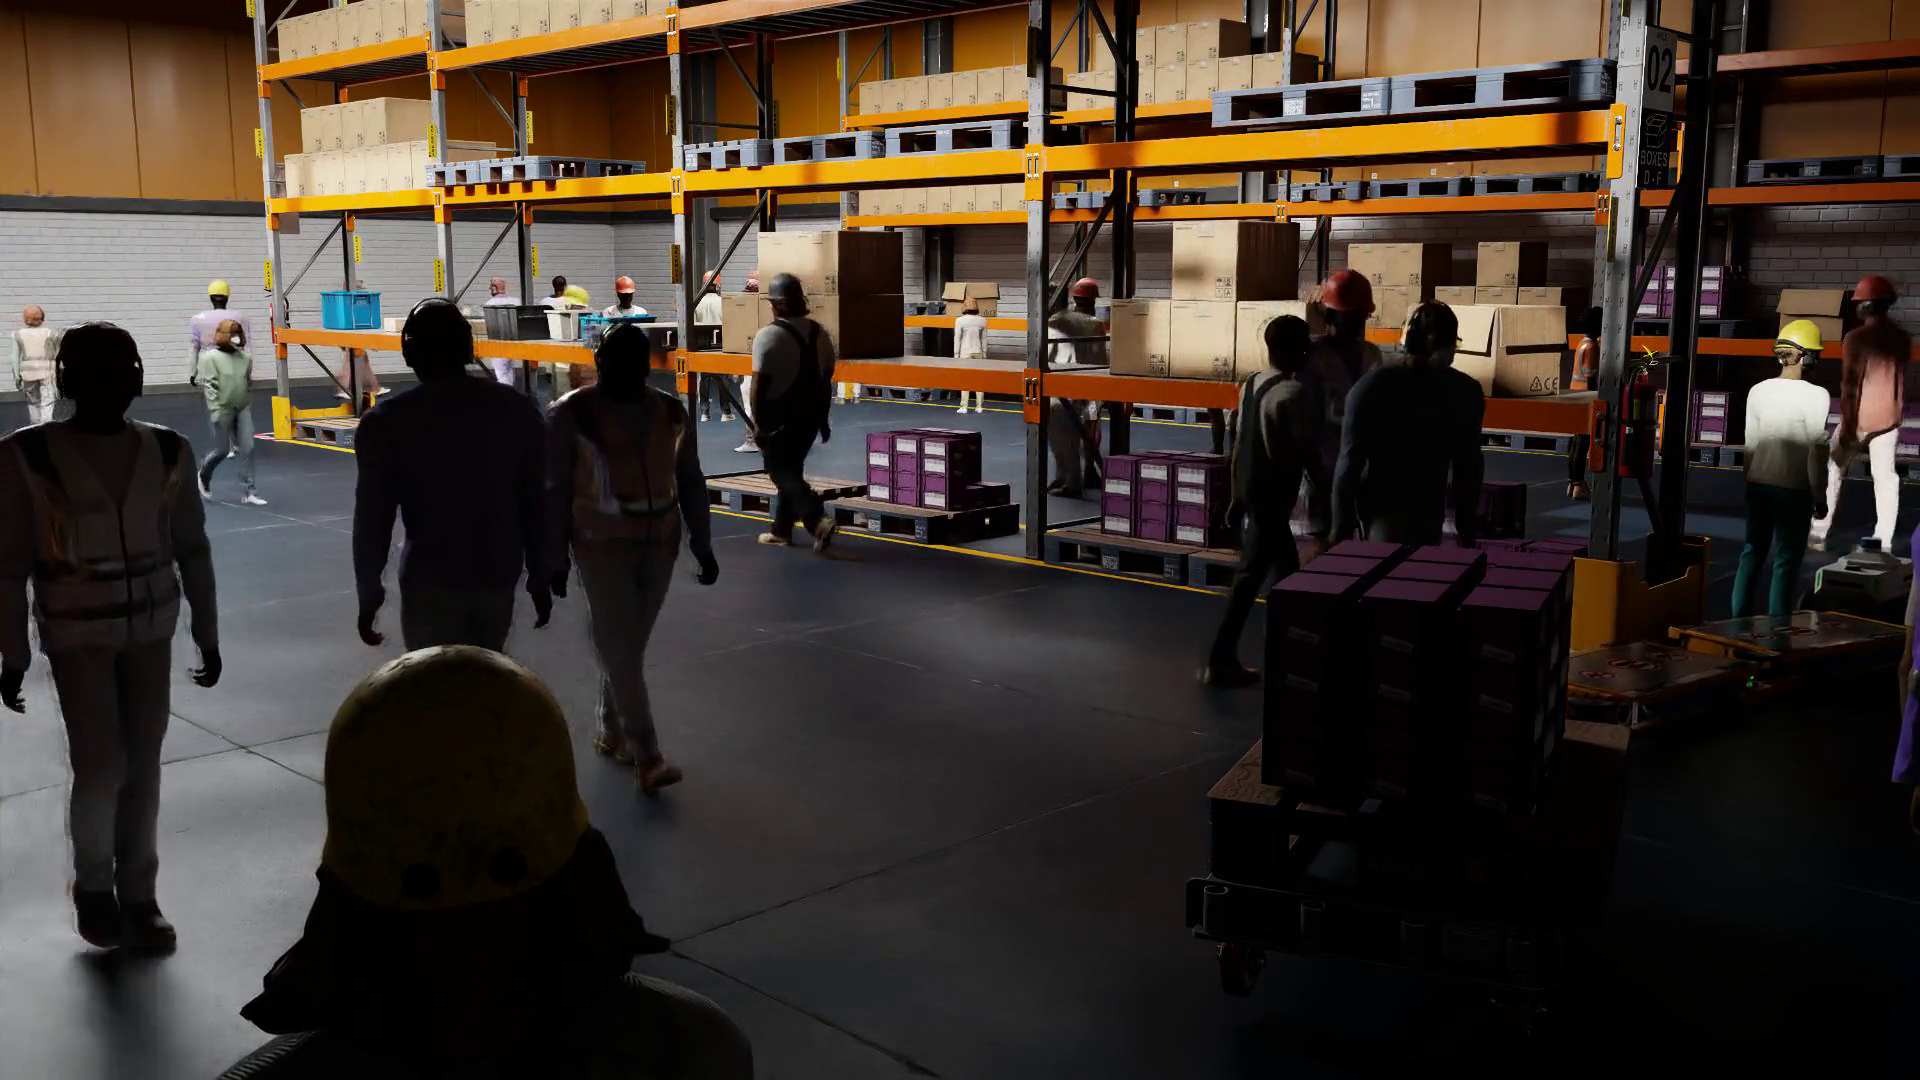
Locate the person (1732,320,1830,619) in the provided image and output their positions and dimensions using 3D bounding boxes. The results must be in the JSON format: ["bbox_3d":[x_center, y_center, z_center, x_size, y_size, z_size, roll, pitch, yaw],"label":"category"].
[{"bbox_3d":[4.350,-0.273,8.766,0.347,1.761,0.531,-3,10,-17],"label":"person"}]

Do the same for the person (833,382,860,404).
[{"bbox_3d":[-1.722,-2.982,24.980,0.575,1.882,0.361,-4,10,-25],"label":"person"}]

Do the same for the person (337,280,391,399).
[{"bbox_3d":[-9.378,-3.134,26.011,0.665,1.854,1.016,7,12,38],"label":"person"}]

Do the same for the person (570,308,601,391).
[{"bbox_3d":[-4.022,-1.702,17.948,0.695,1.614,0.508,7,12,39],"label":"person"}]

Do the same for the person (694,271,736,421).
[{"bbox_3d":[-3.268,-2.568,22.089,0.610,1.997,0.375,1,9,8],"label":"person"}]

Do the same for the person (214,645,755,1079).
[{"bbox_3d":[-0.379,0.936,1.381,0.494,1.743,0.309,-5,10,-28],"label":"person"}]

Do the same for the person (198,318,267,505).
[{"bbox_3d":[-6.292,-1.098,14.255,0.651,1.610,0.500,6,11,32],"label":"person"}]

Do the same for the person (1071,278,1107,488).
[{"bbox_3d":[1.145,-1.444,15.382,0.545,1.938,0.361,8,12,41],"label":"person"}]

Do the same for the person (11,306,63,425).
[{"bbox_3d":[-10.270,-1.806,18.621,0.521,1.607,0.793,-3,10,-15],"label":"person"}]

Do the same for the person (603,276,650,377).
[{"bbox_3d":[-3.838,-2.066,19.196,0.551,1.935,0.375,-5,11,-29],"label":"person"}]

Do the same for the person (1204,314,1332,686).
[{"bbox_3d":[1.615,-0.191,8.119,0.979,1.789,0.511,-3,10,-16],"label":"person"}]

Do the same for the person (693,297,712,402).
[{"bbox_3d":[-3.966,-2.877,25.139,0.505,1.620,0.434,8,12,39],"label":"person"}]

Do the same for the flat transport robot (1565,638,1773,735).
[{"bbox_3d":[2.998,0.669,7.520,1.431,0.197,0.652,-7,11,-36],"label":"flat transport robot"}]

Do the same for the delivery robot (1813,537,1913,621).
[{"bbox_3d":[4.957,0.227,9.079,0.707,0.478,0.477,-9,13,-43],"label":"delivery robot"}]

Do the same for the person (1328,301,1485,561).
[{"bbox_3d":[1.942,-0.059,7.071,0.630,1.884,0.949,-4,10,-22],"label":"person"}]

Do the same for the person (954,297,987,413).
[{"bbox_3d":[0.150,-2.588,23.349,0.502,1.627,0.270,-4,10,-25],"label":"person"}]

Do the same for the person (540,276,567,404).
[{"bbox_3d":[-5.962,-2.963,24.779,0.622,1.914,0.385,3,10,18],"label":"person"}]

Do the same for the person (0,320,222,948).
[{"bbox_3d":[-2.480,0.299,4.892,0.418,1.870,0.613,7,12,38],"label":"person"}]

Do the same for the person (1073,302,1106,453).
[{"bbox_3d":[1.332,-1.802,18.103,0.532,1.767,0.324,-3,10,-17],"label":"person"}]

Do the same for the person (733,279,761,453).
[{"bbox_3d":[-2.269,-1.918,18.381,0.410,1.909,0.643,7,11,36],"label":"person"}]

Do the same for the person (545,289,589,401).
[{"bbox_3d":[-4.443,-1.965,19.008,0.641,1.792,0.642,-4,10,-26],"label":"person"}]

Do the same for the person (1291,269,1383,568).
[{"bbox_3d":[1.945,-0.368,8.539,0.645,2.020,0.454,-6,11,-33],"label":"person"}]

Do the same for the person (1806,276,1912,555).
[{"bbox_3d":[6.313,-0.867,11.750,0.661,1.960,0.884,-3,10,-19],"label":"person"}]

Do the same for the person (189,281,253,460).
[{"bbox_3d":[-7.939,-1.825,17.865,0.612,1.880,0.947,-5,11,-30],"label":"person"}]

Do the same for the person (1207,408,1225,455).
[{"bbox_3d":[2.575,-1.705,16.968,0.351,1.942,0.547,3,10,15],"label":"person"}]

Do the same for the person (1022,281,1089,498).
[{"bbox_3d":[0.854,-1.318,14.694,0.610,1.909,0.623,5,10,27],"label":"person"}]

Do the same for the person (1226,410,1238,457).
[{"bbox_3d":[2.799,-1.363,15.694,0.530,1.670,0.798,-7,11,-36],"label":"person"}]

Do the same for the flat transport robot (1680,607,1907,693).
[{"bbox_3d":[4.217,0.538,8.327,1.431,0.197,0.652,-4,10,-25],"label":"flat transport robot"}]

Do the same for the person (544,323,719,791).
[{"bbox_3d":[-1.249,0.063,6.529,0.644,1.800,0.915,-8,12,-39],"label":"person"}]

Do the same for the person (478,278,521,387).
[{"bbox_3d":[-6.502,-2.724,23.353,0.658,1.889,0.680,7,12,38],"label":"person"}]

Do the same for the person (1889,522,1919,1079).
[{"bbox_3d":[2.159,0.552,3.420,0.380,1.845,0.570,-2,9,-10],"label":"person"}]

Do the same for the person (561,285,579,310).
[{"bbox_3d":[-4.859,-2.295,20.975,0.612,1.812,0.522,7,11,35],"label":"person"}]

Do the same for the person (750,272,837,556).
[{"bbox_3d":[-1.168,-0.912,11.806,0.909,2.000,0.689,8,12,41],"label":"person"}]

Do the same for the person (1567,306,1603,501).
[{"bbox_3d":[5.506,-1.193,14.579,0.319,1.696,0.532,2,9,12],"label":"person"}]

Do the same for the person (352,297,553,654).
[{"bbox_3d":[-1.710,0.158,5.585,0.650,1.923,0.507,-8,12,-39],"label":"person"}]
